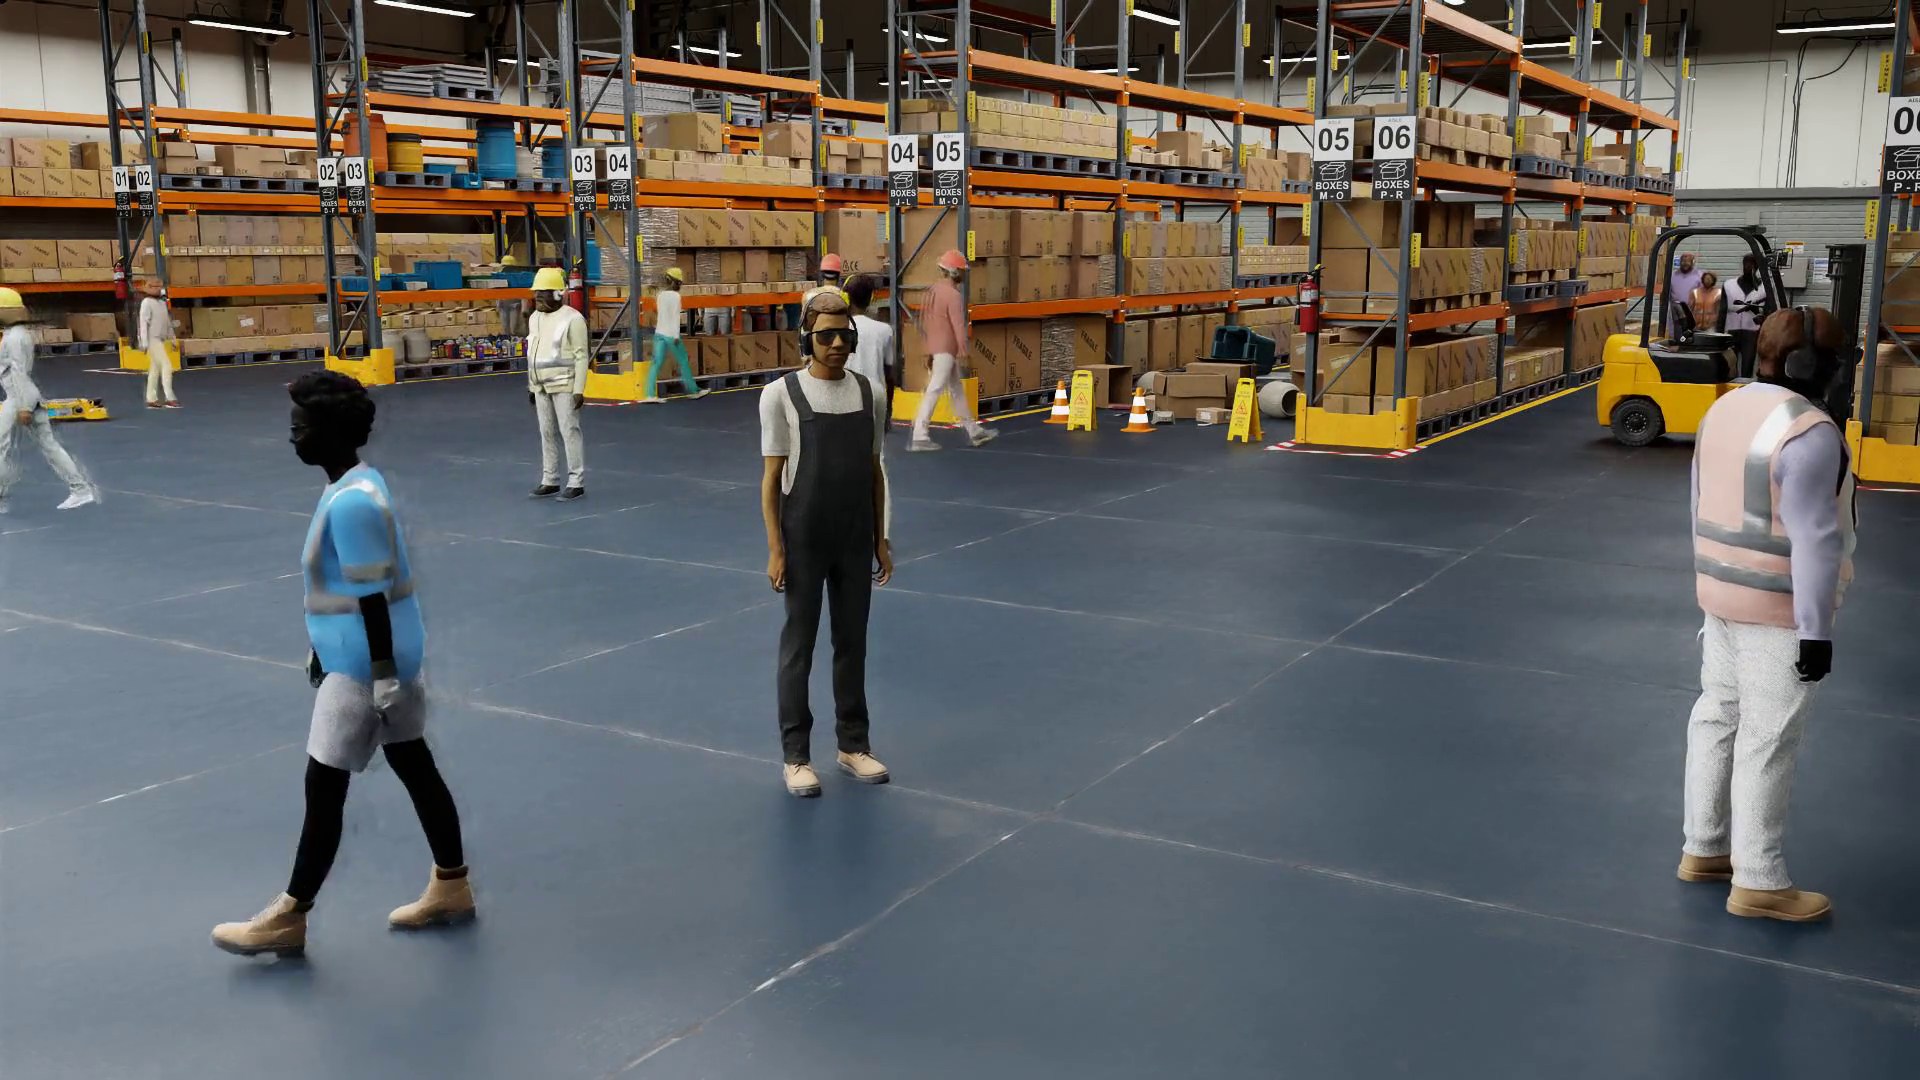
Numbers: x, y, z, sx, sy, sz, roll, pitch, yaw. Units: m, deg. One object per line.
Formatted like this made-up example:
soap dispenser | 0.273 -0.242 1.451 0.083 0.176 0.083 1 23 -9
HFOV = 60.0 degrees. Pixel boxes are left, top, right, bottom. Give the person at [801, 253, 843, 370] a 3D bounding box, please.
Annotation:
person | -1.275 -1.846 16.360 0.579 1.920 0.422 0 10 0

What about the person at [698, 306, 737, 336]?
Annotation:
person | -3.695 -3.454 25.349 0.627 1.933 0.356 0 10 1

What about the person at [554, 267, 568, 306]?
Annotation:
person | -5.521 -2.855 22.628 0.534 1.707 0.973 4 11 23

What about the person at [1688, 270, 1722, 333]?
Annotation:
person | 10.855 -3.112 24.259 0.541 1.624 0.362 7 13 36

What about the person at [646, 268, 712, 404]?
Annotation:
person | -3.615 -2.578 21.069 0.936 1.689 0.578 -9 14 -42

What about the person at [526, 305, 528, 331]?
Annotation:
person | -9.149 -5.285 35.497 0.613 1.963 0.362 10 14 43

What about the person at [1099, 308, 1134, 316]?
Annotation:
person | 2.507 -3.614 26.309 0.607 1.909 0.680 7 13 36

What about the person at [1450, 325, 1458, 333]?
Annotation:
person | 9.740 -5.002 33.854 1.045 1.985 0.619 6 12 29

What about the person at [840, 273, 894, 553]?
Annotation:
person | -0.692 -0.850 11.055 0.553 1.819 0.991 -5 11 -25

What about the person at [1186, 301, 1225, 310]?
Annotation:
person | 4.526 -4.305 30.260 0.683 1.871 0.880 7 12 35

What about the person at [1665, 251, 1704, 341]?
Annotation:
person | 11.562 -3.657 26.575 0.665 1.891 0.538 6 12 32

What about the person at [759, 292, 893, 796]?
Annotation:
person | -0.483 0.014 6.163 0.507 1.846 0.345 -6 12 -31

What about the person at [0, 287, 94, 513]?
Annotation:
person | -7.052 -1.047 12.516 0.881 1.701 0.493 -4 11 -20

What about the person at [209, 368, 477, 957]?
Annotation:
person | -1.799 0.352 4.747 0.801 1.658 0.549 -3 11 -16

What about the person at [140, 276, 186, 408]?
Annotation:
person | -9.715 -2.406 20.333 0.646 1.606 0.529 0 10 -1

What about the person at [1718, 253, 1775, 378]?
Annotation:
person | 9.513 -2.519 20.166 0.609 1.908 0.520 6 12 30

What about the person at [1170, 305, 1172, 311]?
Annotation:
person | 4.692 -5.284 36.415 0.310 1.638 0.523 5 11 24

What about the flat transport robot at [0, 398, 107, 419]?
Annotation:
flat transport robot | -10.513 -1.470 18.880 1.431 0.197 0.652 -6 12 -30

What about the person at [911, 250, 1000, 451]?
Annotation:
person | -0.046 -1.848 16.311 1.008 1.937 0.645 -3 11 -16

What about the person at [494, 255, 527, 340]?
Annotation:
person | -7.852 -4.063 29.073 0.596 1.818 0.457 5 11 25

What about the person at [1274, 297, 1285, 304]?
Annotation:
person | 6.800 -5.193 35.306 0.431 1.852 0.549 2 10 13

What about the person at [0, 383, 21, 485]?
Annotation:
person | -8.228 -1.384 13.886 0.575 1.882 0.360 5 11 26

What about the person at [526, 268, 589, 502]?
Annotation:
person | -3.191 -1.218 13.094 0.600 1.829 0.404 7 12 34

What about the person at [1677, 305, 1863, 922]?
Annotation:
person | 2.464 0.214 5.055 0.429 1.839 0.633 -1 10 -4
